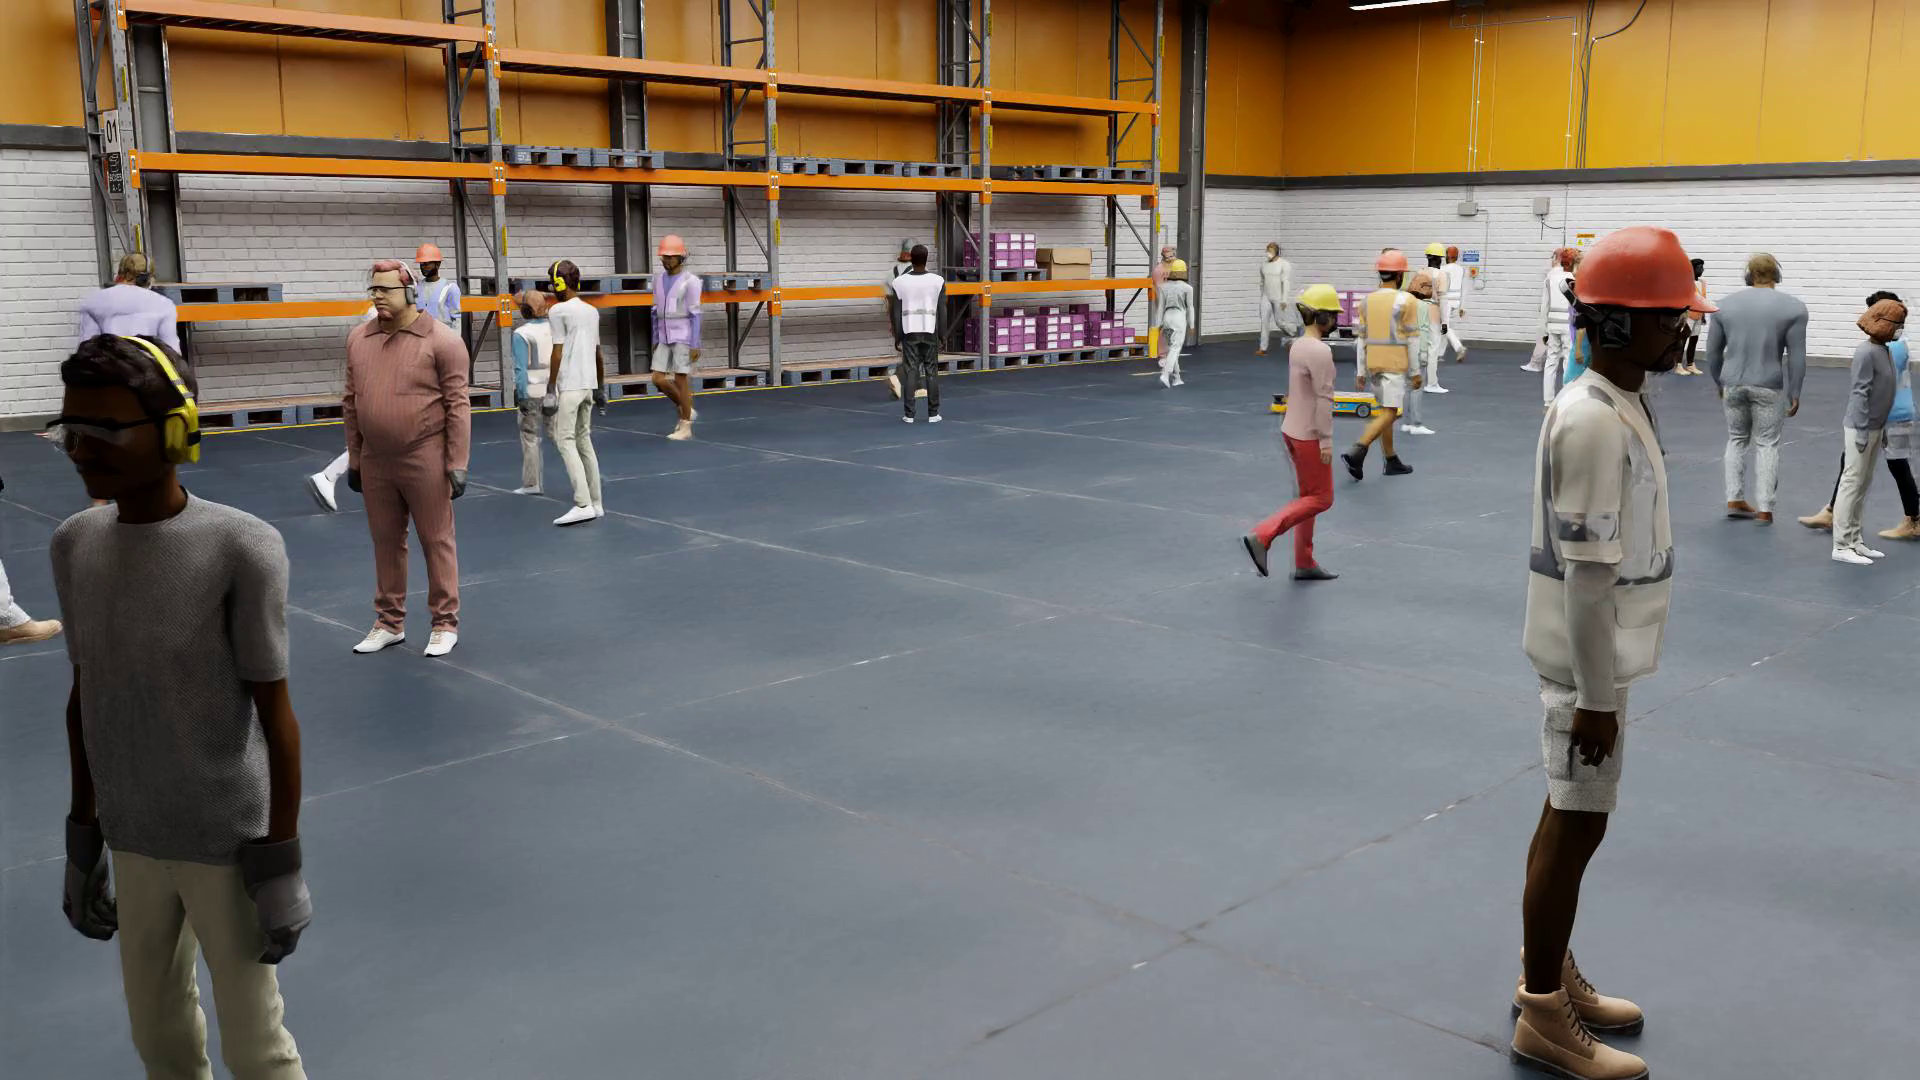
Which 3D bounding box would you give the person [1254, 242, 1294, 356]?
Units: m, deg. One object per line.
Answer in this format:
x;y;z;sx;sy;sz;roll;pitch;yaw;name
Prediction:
5.344;-4.059;28.037;0.829;1.917;0.628;-10;14;-43;person

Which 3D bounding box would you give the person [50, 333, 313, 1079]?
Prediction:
-1.399;0.559;2.996;0.516;1.861;0.317;3;11;18;person

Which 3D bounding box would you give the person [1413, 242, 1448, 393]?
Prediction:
6.065;-2.854;21.416;0.364;1.928;0.587;-5;12;-26;person

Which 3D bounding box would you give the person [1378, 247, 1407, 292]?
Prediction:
7.082;-3.898;27.399;0.641;1.821;0.454;-10;14;-42;person

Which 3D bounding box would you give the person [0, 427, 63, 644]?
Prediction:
-5.021;-0.355;8.186;0.892;1.801;0.634;-2;11;-10;person

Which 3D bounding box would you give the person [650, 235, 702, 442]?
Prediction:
-2.791;-1.978;16.370;0.635;2.023;0.481;7;12;33;person

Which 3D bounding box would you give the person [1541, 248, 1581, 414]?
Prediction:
6.815;-2.342;18.745;0.359;1.882;0.575;-7;13;-35;person

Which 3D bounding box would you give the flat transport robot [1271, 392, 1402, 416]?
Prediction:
4.312;-1.556;18.858;1.431;0.197;0.652;5;11;24;flat transport robot

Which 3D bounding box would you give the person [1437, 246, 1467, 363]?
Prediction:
7.817;-3.746;26.488;0.593;1.860;0.850;-5;12;-27;person

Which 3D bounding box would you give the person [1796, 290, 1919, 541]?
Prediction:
6.049;-0.820;11.059;0.807;1.649;0.546;2;11;13;person

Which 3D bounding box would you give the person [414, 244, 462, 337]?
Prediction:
-5.137;-1.914;16.257;0.543;1.939;0.360;2;11;13;person

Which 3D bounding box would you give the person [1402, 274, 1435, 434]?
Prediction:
4.688;-1.899;17.037;0.311;1.629;0.514;-1;10;-4;person

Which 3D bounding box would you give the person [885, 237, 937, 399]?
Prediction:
-0.631;-2.751;20.546;0.851;2.000;0.685;-10;14;-44;person

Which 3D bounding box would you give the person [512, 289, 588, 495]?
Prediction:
-3.198;-1.122;12.837;0.652;1.616;0.530;7;12;32;person

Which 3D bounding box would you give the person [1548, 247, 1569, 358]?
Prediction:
10.016;-3.912;27.498;0.622;1.819;0.574;-9;14;-41;person

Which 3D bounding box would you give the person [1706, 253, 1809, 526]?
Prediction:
5.591;-1.056;11.734;0.659;1.903;0.501;8;13;36;person

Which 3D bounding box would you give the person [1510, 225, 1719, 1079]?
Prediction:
1.556;0.280;4.008;0.376;2.041;0.615;4;11;21;person

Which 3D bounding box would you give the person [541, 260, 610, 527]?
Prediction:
-2.688;-1.030;11.711;0.536;1.844;0.768;4;11;21;person

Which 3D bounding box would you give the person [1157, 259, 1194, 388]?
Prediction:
2.848;-2.884;22.198;0.493;1.709;0.860;7;12;33;person

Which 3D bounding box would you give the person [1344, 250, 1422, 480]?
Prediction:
3.496;-1.443;13.811;0.895;1.912;0.543;-7;13;-35;person

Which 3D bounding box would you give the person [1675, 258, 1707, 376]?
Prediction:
10.577;-3.219;24.056;0.538;1.694;0.320;-7;12;-32;person

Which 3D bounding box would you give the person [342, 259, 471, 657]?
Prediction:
-2.676;-0.384;8.004;0.641;1.910;0.401;3;11;14;person

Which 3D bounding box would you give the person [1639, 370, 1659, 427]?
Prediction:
5.935;-1.624;14.718;0.477;1.923;0.672;10;14;44;person

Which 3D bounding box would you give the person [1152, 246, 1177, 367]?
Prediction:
3.245;-3.604;25.700;0.423;1.868;0.801;7;13;34;person

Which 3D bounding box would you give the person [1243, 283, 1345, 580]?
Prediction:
1.952;-0.604;9.625;0.533;1.747;0.539;-1;10;-4;person

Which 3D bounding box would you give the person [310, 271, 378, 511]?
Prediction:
-4.288;-1.090;12.091;0.840;1.836;0.531;-3;11;-18;person

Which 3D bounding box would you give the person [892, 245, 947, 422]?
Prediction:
-0.436;-2.224;18.004;0.593;1.920;0.391;0;10;0;person

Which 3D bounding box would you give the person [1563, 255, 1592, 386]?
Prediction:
6.394;-1.970;16.870;0.556;1.827;0.589;9;14;42;person

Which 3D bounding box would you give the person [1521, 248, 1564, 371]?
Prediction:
8.832;-3.365;24.466;0.634;1.848;1.061;-6;12;-32;person

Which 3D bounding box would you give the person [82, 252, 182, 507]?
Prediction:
-6.067;-1.154;12.230;0.656;1.896;0.478;-2;11;-10;person

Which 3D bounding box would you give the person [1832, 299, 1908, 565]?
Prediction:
5.648;-0.674;10.329;0.282;1.633;0.498;10;14;43;person
